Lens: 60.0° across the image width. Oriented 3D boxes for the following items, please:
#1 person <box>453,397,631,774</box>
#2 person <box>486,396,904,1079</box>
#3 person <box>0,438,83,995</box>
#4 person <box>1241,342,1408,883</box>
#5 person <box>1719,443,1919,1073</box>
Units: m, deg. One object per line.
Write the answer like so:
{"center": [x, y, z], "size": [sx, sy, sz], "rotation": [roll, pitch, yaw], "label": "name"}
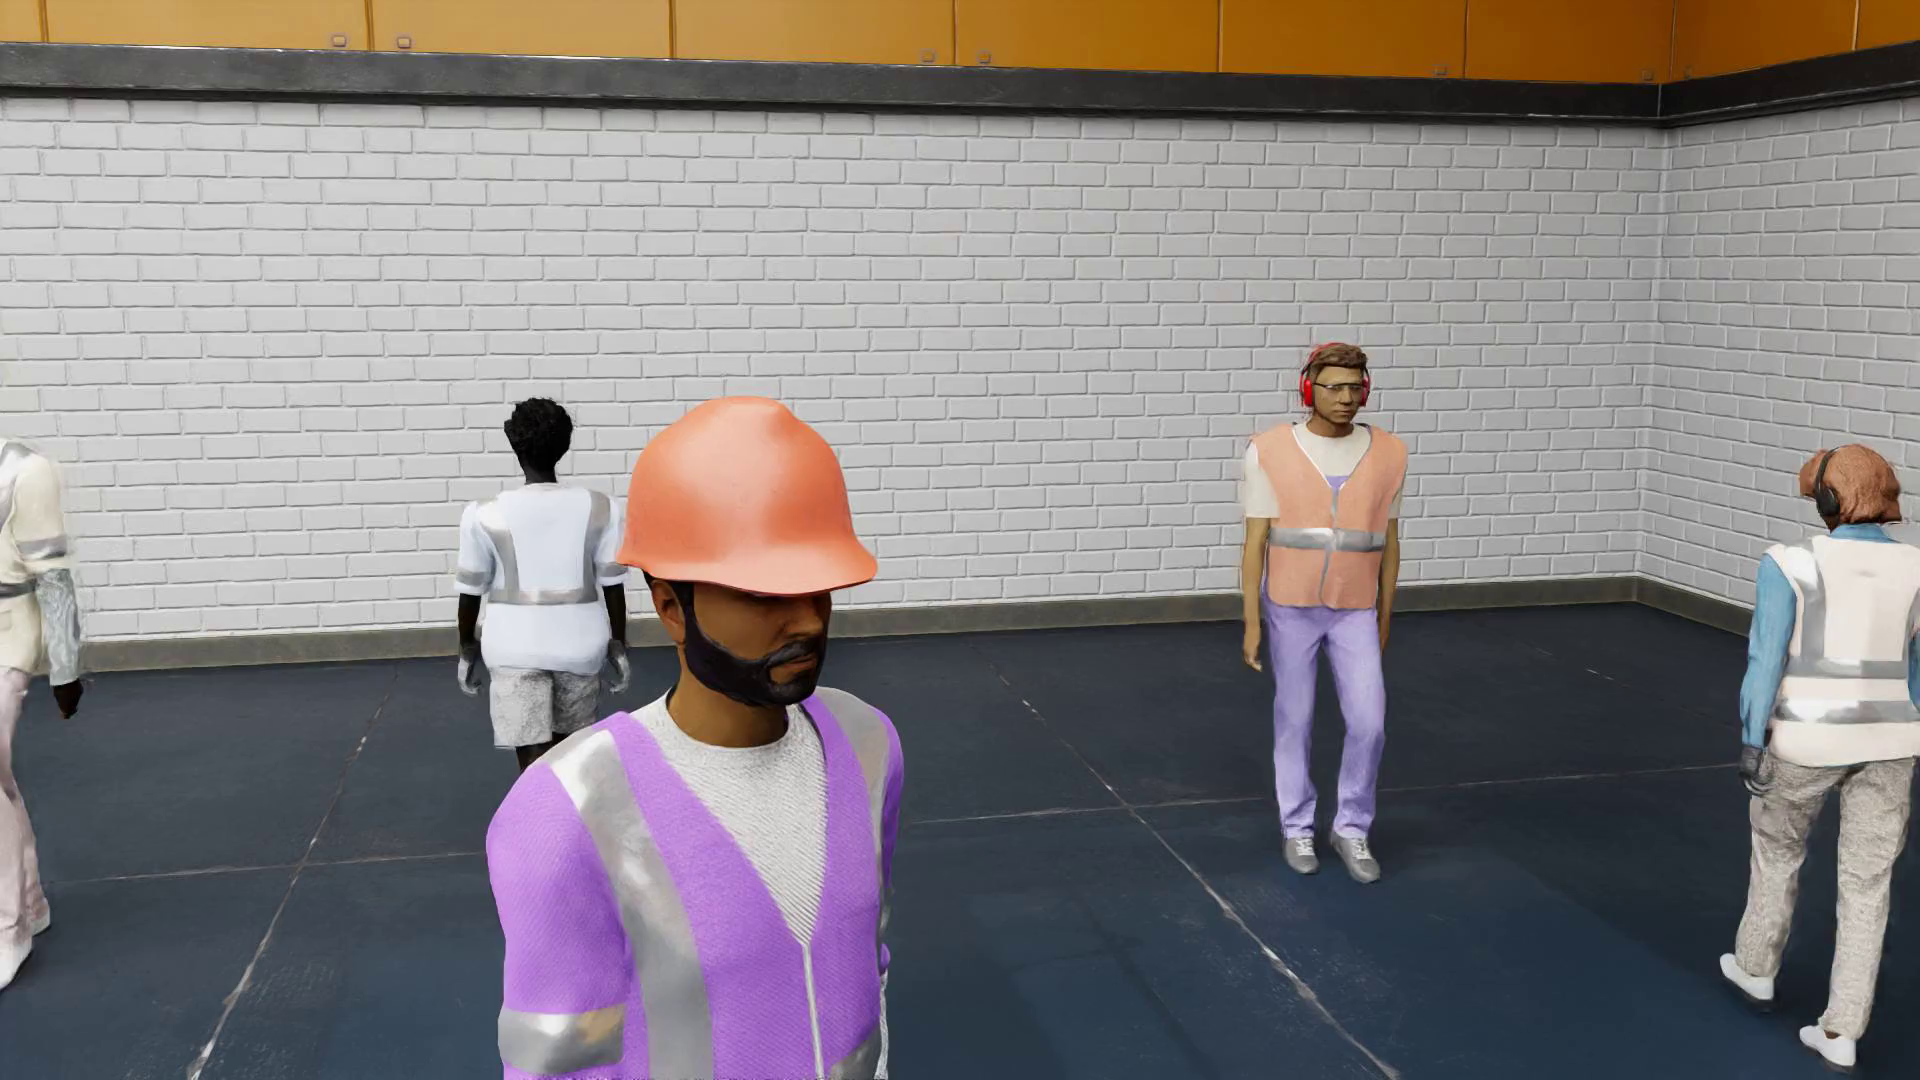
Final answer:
{"center": [-1.374, 0.359, 5.451], "size": [0.549, 1.642, 0.858], "rotation": [-5, 10, -26], "label": "person"}
{"center": [-0.240, 0.805, 1.883], "size": [0.377, 1.938, 0.547], "rotation": [8, 12, 40], "label": "person"}
{"center": [-2.903, 0.349, 4.781], "size": [0.613, 1.902, 0.702], "rotation": [2, 10, 13], "label": "person"}
{"center": [1.216, 0.256, 5.585], "size": [0.578, 1.826, 0.554], "rotation": [0, 9, -2], "label": "person"}
{"center": [2.309, 0.543, 4.453], "size": [0.526, 1.599, 0.739], "rotation": [1, 9, 6], "label": "person"}
